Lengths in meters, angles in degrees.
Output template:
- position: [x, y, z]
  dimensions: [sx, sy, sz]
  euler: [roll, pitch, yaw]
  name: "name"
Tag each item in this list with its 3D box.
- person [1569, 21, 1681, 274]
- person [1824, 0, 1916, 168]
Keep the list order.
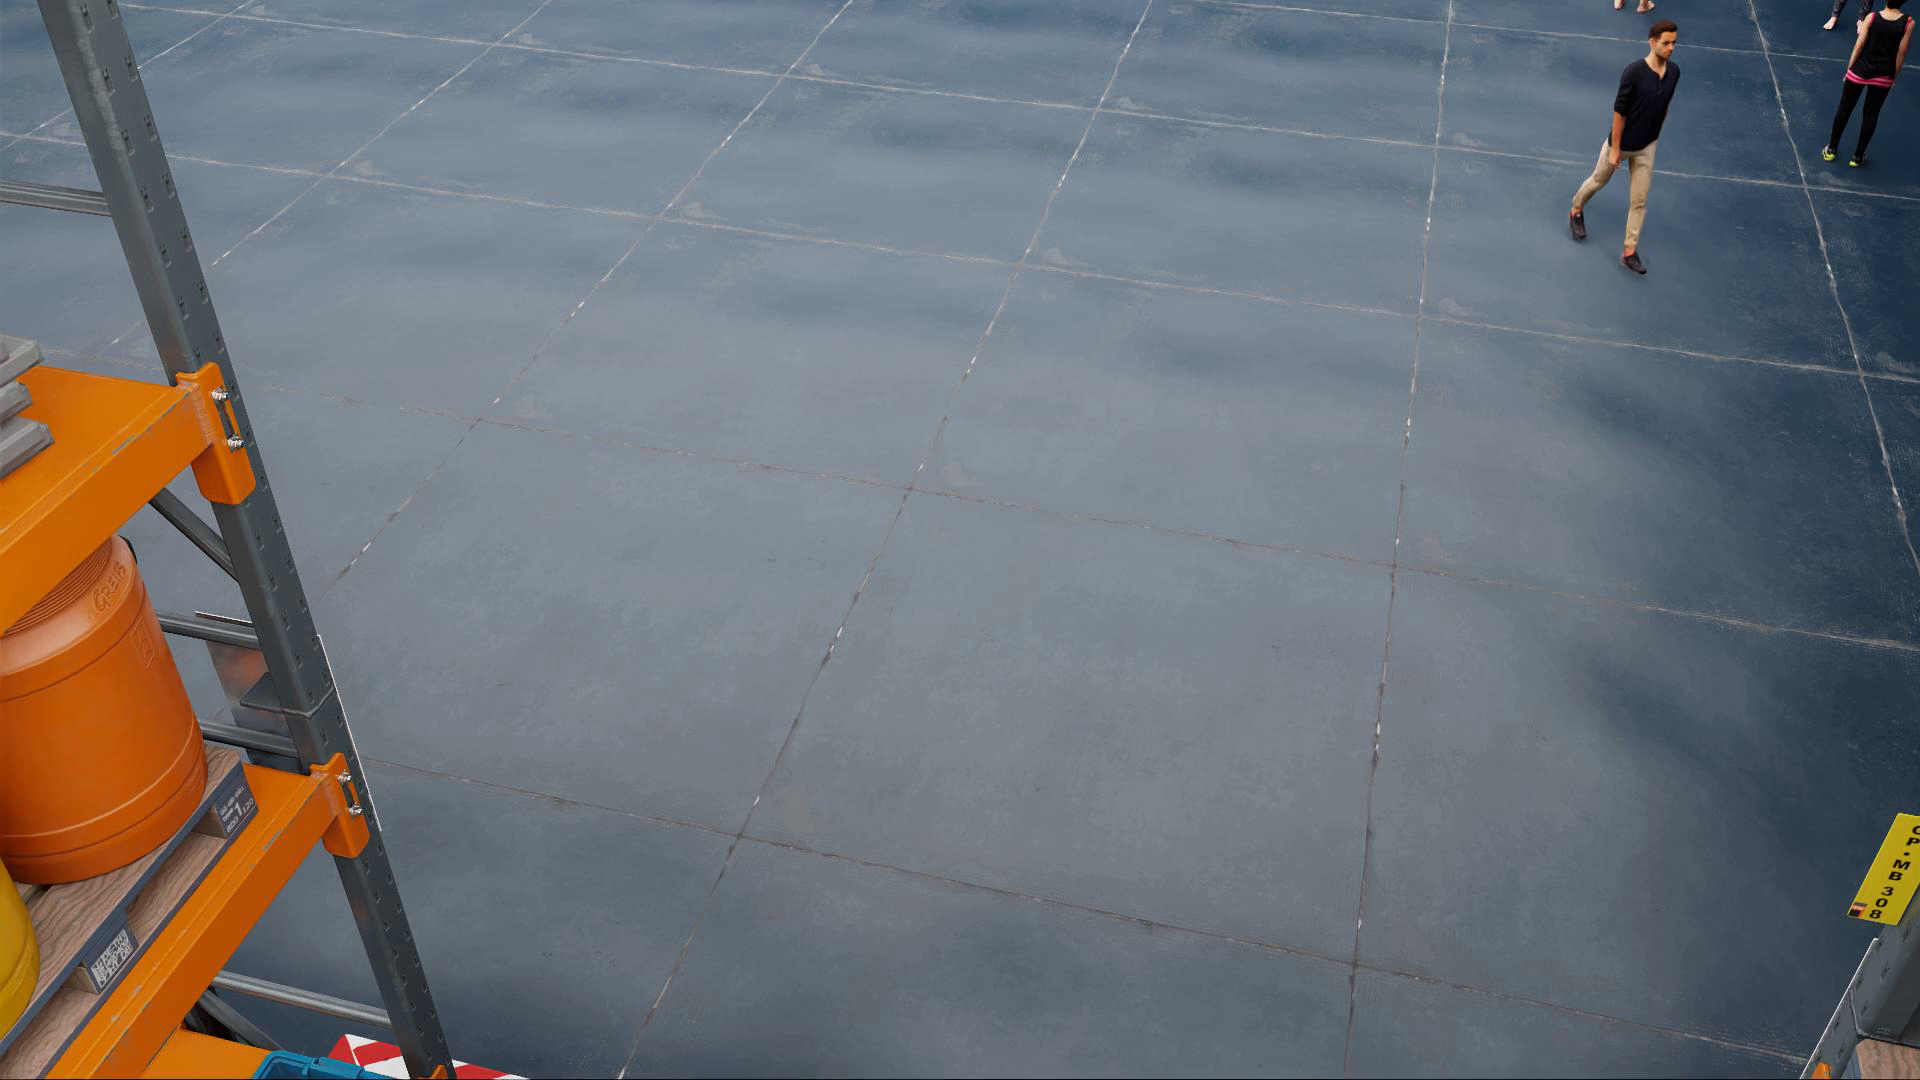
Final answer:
- position: [4.945, -2.989, 12.414]
  dimensions: [0.946, 1.821, 1.268]
  euler: [-5, 38, -6]
  name: "person"
- position: [7.551, -3.877, 13.766]
  dimensions: [0.609, 1.554, 0.666]
  euler: [19, 42, 22]
  name: "person"
